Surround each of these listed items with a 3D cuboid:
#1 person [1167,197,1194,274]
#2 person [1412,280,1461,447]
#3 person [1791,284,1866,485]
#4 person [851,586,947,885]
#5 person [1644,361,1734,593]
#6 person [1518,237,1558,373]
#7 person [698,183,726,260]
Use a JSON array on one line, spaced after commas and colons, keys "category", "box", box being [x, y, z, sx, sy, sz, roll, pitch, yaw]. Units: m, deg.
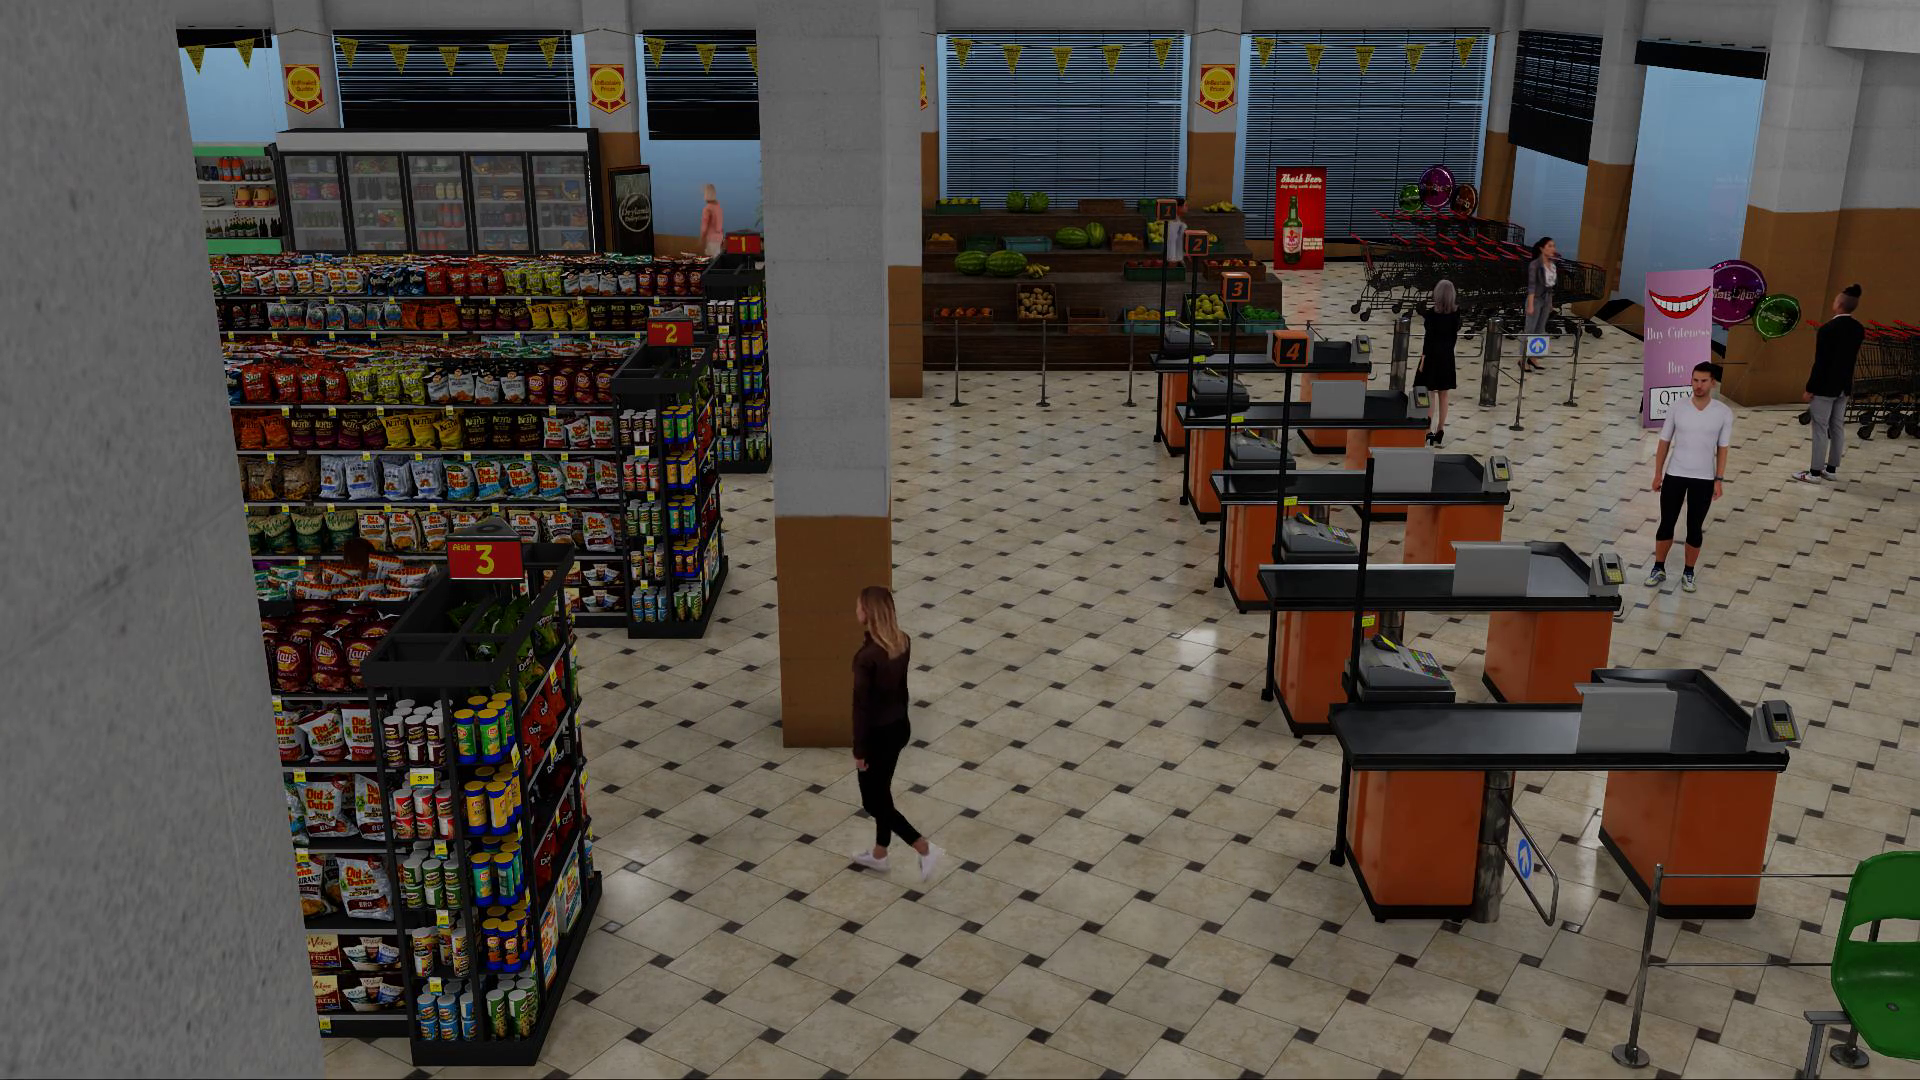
[{"category": "person", "box": [3.032, -4.088, 24.104, 1.067, 1.702, 0.766, 3, 19, 8]}, {"category": "person", "box": [5.011, -1.868, 17.450, 0.627, 1.747, 0.742, -8, 20, -21]}, {"category": "person", "box": [8.449, -1.516, 16.092, 0.688, 1.949, 0.846, -8, 20, -21]}, {"category": "person", "box": [-0.349, 1.071, 8.828, 1.021, 1.687, 0.893, 12, 22, 32]}, {"category": "person", "box": [5.831, -0.518, 13.283, 0.666, 1.851, 0.813, 9, 21, 26]}, {"category": "person", "box": [7.217, -2.941, 20.744, 0.697, 1.677, 0.781, -13, 23, -35]}, {"category": "person", "box": [-3.728, -4.626, 25.707, 1.047, 1.698, 0.808, 6, 20, 17]}]
